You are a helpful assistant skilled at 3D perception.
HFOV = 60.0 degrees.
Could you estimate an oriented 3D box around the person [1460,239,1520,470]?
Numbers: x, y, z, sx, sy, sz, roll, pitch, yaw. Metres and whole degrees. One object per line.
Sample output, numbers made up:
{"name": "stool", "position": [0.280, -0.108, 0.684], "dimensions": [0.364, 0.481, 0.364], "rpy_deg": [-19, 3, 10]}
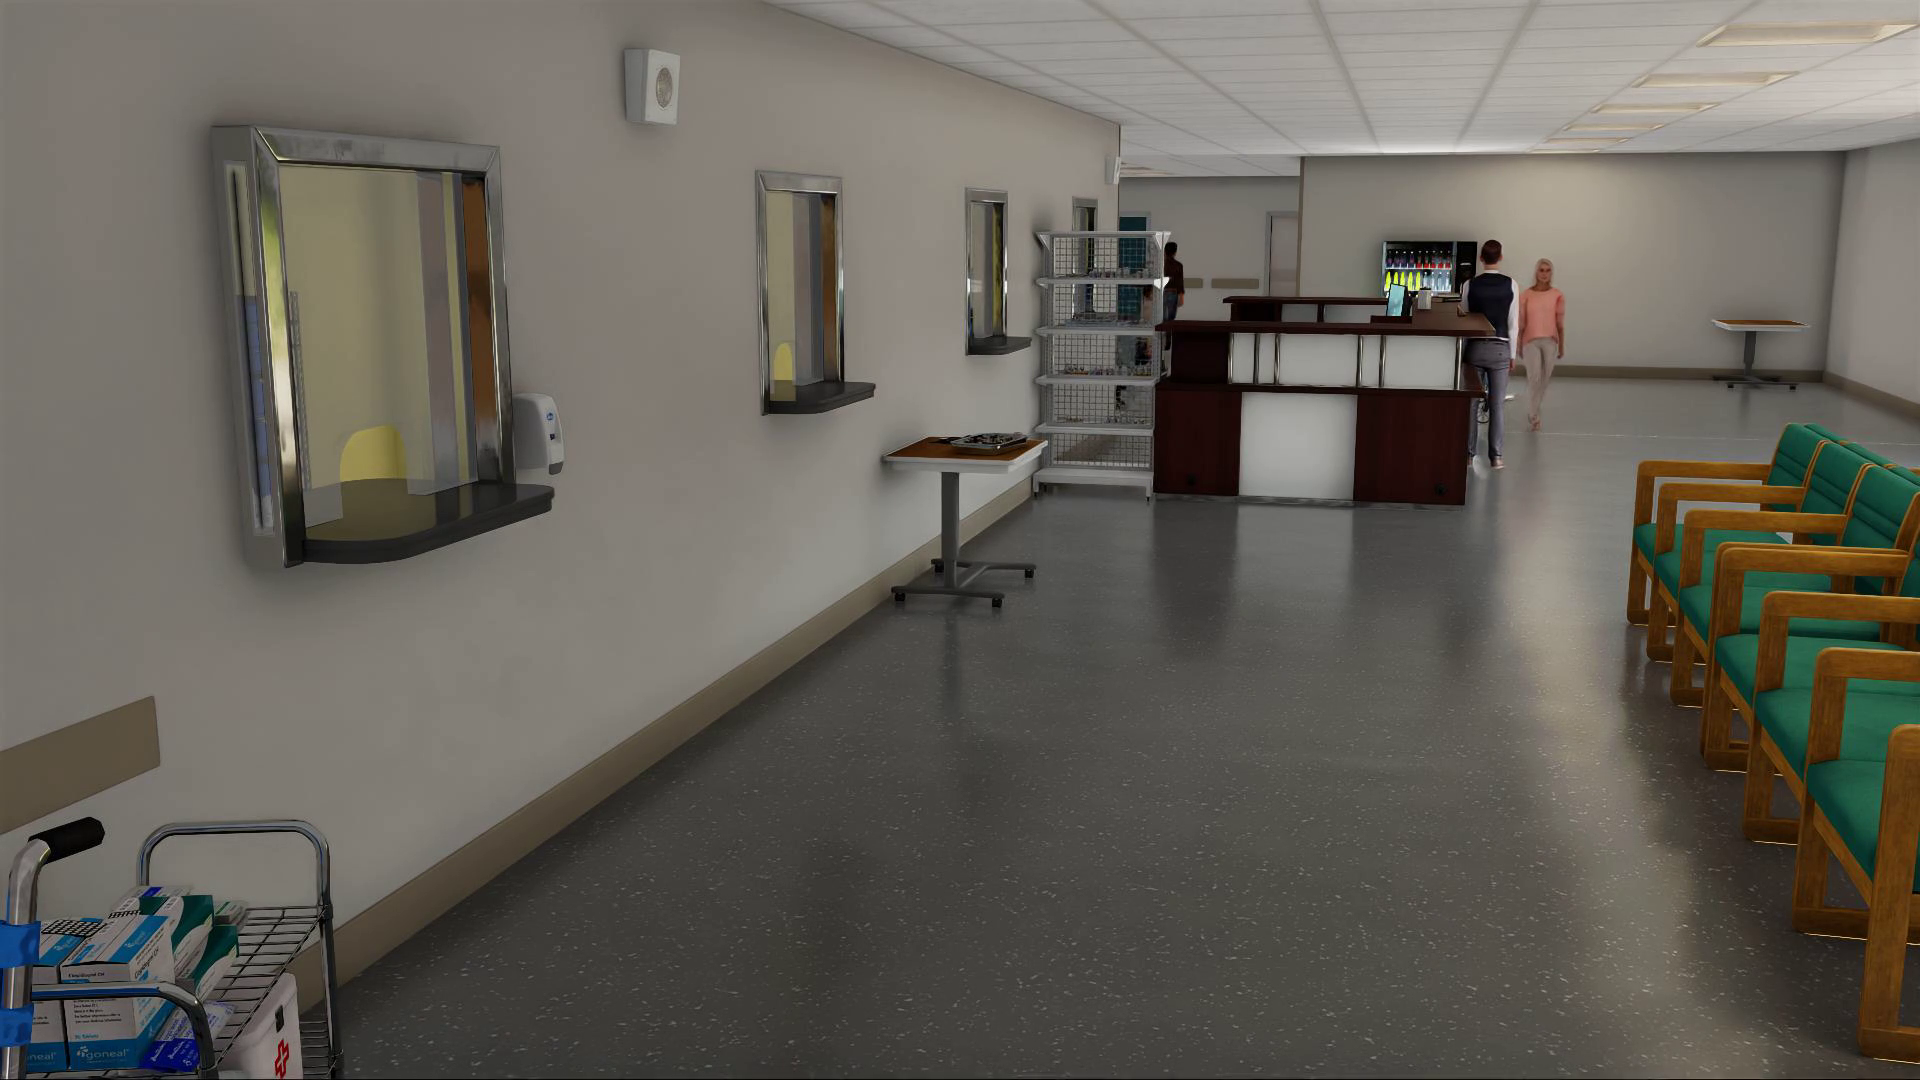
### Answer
{"name": "person", "position": [4.511, -1.596, 14.229], "dimensions": [0.543, 1.935, 0.736], "rpy_deg": [4, 12, 22]}

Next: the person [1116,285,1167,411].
{"name": "person", "position": [1.996, -2.121, 18.324], "dimensions": [1.101, 1.441, 0.886], "rpy_deg": [-3, 11, -13]}

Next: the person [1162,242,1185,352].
{"name": "person", "position": [3.382, -3.969, 27.187], "dimensions": [0.692, 1.768, 0.764], "rpy_deg": [4, 11, 21]}

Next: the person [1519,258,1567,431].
{"name": "person", "position": [5.865, -1.966, 16.827], "dimensions": [1.035, 1.694, 0.706], "rpy_deg": [2, 11, 10]}
